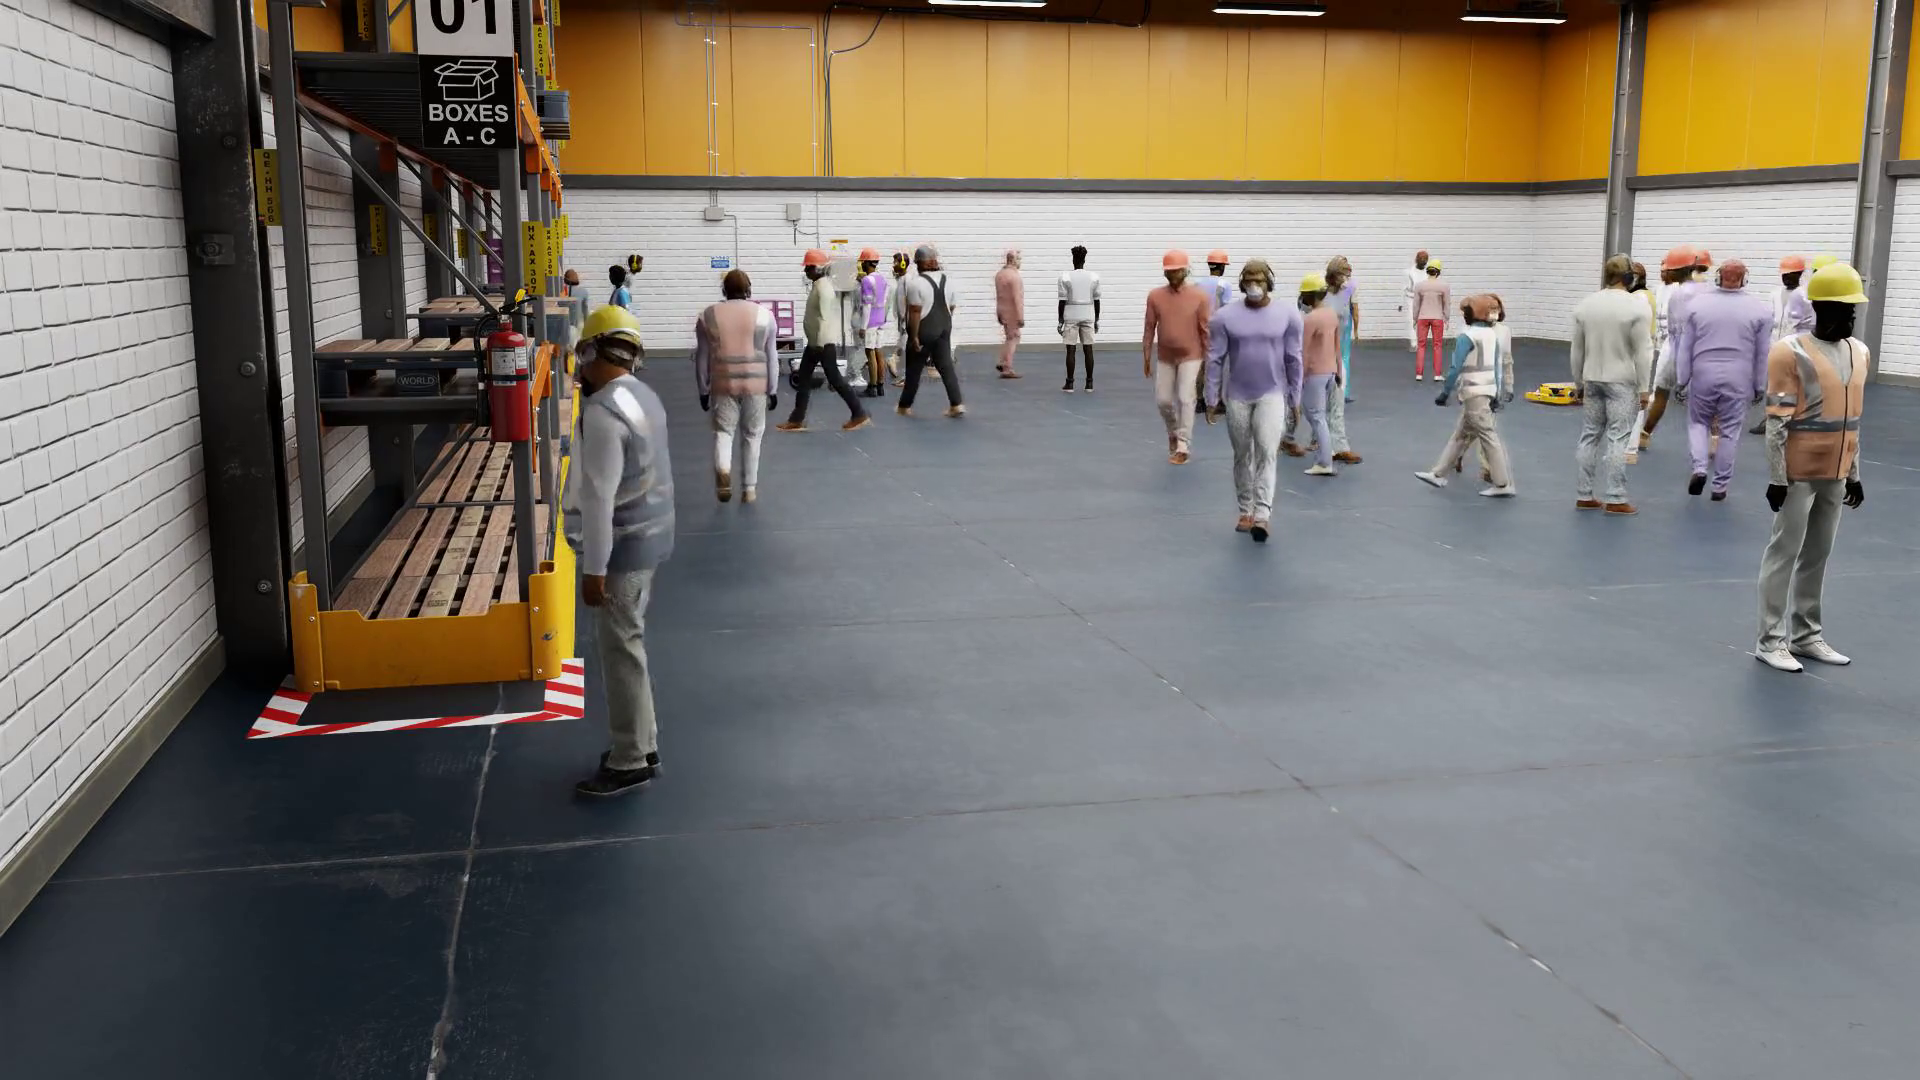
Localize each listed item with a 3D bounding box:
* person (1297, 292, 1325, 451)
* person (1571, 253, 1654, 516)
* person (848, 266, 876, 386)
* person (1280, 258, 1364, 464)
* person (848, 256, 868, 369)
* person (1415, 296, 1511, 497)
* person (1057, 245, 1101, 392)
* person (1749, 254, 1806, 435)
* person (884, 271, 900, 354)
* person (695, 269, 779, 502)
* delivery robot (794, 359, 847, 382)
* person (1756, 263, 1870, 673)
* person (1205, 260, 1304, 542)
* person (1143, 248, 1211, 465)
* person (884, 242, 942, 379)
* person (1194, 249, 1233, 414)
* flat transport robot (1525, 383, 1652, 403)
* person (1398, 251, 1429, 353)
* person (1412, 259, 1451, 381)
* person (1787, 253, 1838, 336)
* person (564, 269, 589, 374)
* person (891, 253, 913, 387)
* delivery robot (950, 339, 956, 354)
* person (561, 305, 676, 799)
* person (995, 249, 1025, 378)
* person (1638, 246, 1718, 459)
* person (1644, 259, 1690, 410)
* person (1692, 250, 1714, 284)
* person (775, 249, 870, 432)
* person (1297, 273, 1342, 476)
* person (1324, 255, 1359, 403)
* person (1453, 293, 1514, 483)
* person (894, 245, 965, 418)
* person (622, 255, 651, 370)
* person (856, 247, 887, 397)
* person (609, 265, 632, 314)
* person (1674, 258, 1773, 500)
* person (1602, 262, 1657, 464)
[{"bbox_3d":[3.450,-1.694,16.296,0.309,1.611,0.608,3,11,18],"label":"person"},{"bbox_3d":[4.830,-1.147,12.342,0.352,1.937,0.635,-7,12,-34],"label":"person"},{"bbox_3d":[-1.374,-3.002,23.213,0.451,1.718,0.497,-3,11,-16],"label":"person"},{"bbox_3d":[3.336,-1.659,15.386,0.652,1.879,1.000,-8,13,-38],"label":"person"},{"bbox_3d":[-1.530,-3.640,26.473,0.403,1.825,0.586,4,11,23],"label":"person"},{"bbox_3d":[4.078,-1.151,13.319,0.868,1.586,0.506,9,13,40],"label":"person"},{"bbox_3d":[1.591,-2.960,22.315,0.606,1.966,0.367,-2,10,-11],"label":"person"},{"bbox_3d":[8.793,-2.066,17.596,0.981,1.896,0.557,-5,11,-24],"label":"person"},{"bbox_3d":[-0.938,-3.620,27.031,0.529,1.583,0.898,-9,14,-41],"label":"person"},{"bbox_3d":[-1.702,-1.160,12.751,0.633,1.822,0.650,-1,10,-5],"label":"person"},{"bbox_3d":[-1.895,-2.353,22.602,0.707,0.478,0.477,6,12,29],"label":"delivery robot"},{"bbox_3d":[4.073,-0.341,7.909,0.588,1.927,0.369,-5,11,-24],"label":"person"},{"bbox_3d":[1.979,-0.938,11.307,0.653,1.891,0.984,3,11,17],"label":"person"},{"bbox_3d":[1.997,-1.685,15.237,0.660,1.969,0.612,4,11,23],"label":"person"},{"bbox_3d":[-0.620,-3.338,24.299,0.913,2.011,0.612,-3,11,-18],"label":"person"},{"bbox_3d":[2.996,-2.448,19.561,0.552,1.932,0.377,10,14,43],"label":"person"},{"bbox_3d":[7.928,-1.858,20.903,1.431,0.197,0.652,-2,10,-12],"label":"flat transport robot"},{"bbox_3d":[8.278,-4.310,30.191,0.630,1.837,0.998,0,10,-1],"label":"person"},{"bbox_3d":[6.822,-3.178,24.079,0.533,1.767,0.327,5,11,25],"label":"person"},{"bbox_3d":[8.838,-2.007,17.204,0.645,1.901,0.490,-2,10,-10],"label":"person"},{"bbox_3d":[-5.888,-3.326,25.357,0.512,1.600,0.806,-9,13,-40],"label":"person"},{"bbox_3d":[-0.785,-3.050,23.119,0.331,1.865,0.515,-2,10,-12],"label":"person"},{"bbox_3d":[-0.427,-3.193,27.256,0.707,0.478,0.477,-4,11,-20],"label":"delivery robot"},{"bbox_3d":[-1.253,0.052,6.123,0.405,1.795,0.639,0,10,-1],"label":"person"},{"bbox_3d":[0.780,-3.326,24.533,0.432,1.892,0.678,-4,11,-22],"label":"person"},{"bbox_3d":[6.783,-1.765,15.668,0.641,1.966,1.087,-7,12,-34],"label":"person"},{"bbox_3d":[8.669,-2.495,20.121,0.898,1.847,0.601,-3,11,-17],"label":"person"},{"bbox_3d":[10.404,-3.164,23.664,0.387,1.893,0.636,1,10,8],"label":"person"},{"bbox_3d":[-1.440,-2.119,17.710,1.000,1.954,0.629,-3,11,-17],"label":"person"},{"bbox_3d":[3.111,-1.430,14.407,0.461,1.747,0.568,9,14,41],"label":"person"},{"bbox_3d":[4.722,-2.641,20.887,0.567,1.843,0.389,5,11,27],"label":"person"},{"bbox_3d":[4.430,-1.306,14.201,0.512,1.604,0.766,-5,11,-24],"label":"person"},{"bbox_3d":[-0.329,-2.429,19.162,0.695,2.000,1.029,-8,13,-39],"label":"person"},{"bbox_3d":[-5.280,-3.547,26.031,0.718,1.820,0.548,-6,12,-30],"label":"person"},{"bbox_3d":[-1.166,-2.821,21.625,0.355,1.938,0.545,4,11,21],"label":"person"},{"bbox_3d":[-4.617,-2.890,22.668,0.322,1.698,0.534,-4,11,-21],"label":"person"},{"bbox_3d":[5.975,-1.251,13.035,0.675,1.892,0.428,5,11,26],"label":"person"},{"bbox_3d":[6.121,-1.615,15.226,0.430,1.838,0.619,6,12,28],"label":"person"}]
